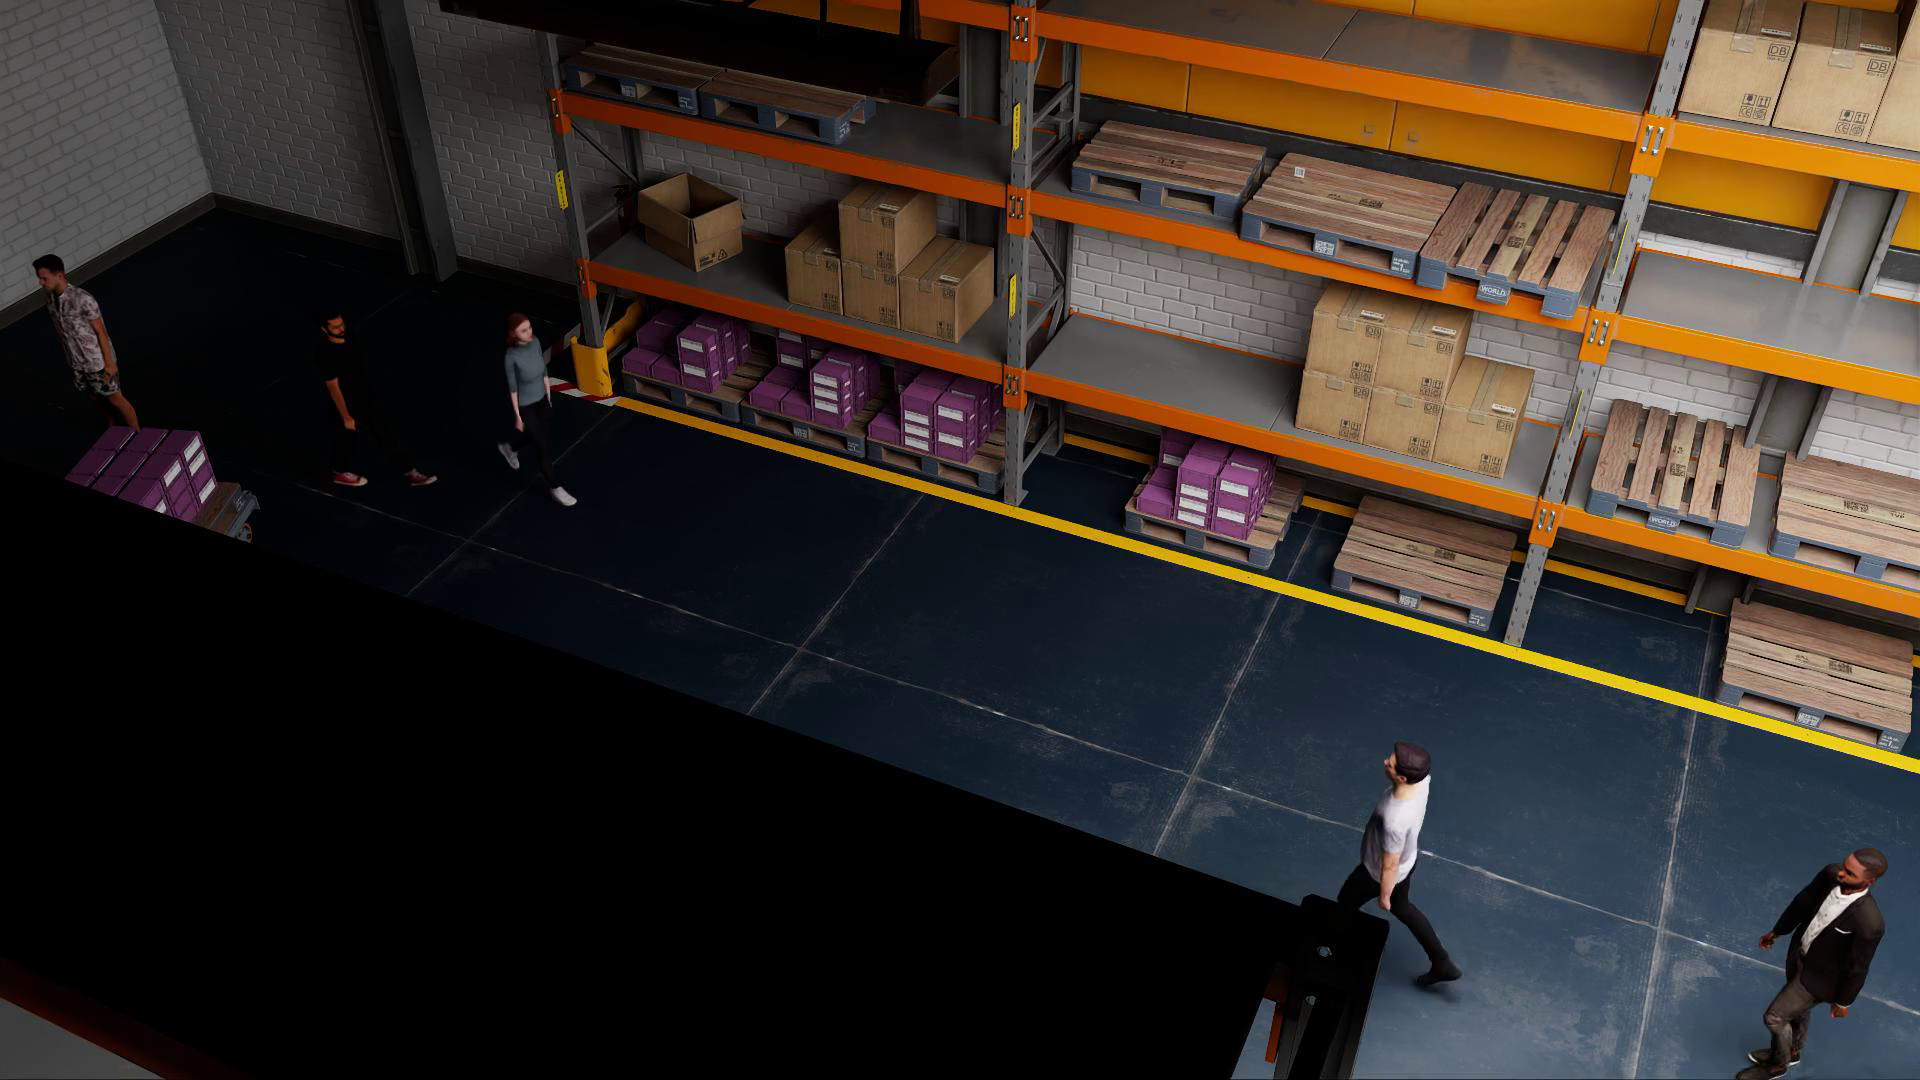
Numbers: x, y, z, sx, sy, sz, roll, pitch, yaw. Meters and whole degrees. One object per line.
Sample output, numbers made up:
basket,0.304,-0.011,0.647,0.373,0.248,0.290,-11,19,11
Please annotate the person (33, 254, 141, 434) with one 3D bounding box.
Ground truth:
person,-7.104,-1.533,13.594,0.510,1.811,0.731,15,41,18

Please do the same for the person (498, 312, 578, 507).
person,-3.424,-1.050,13.057,0.997,1.725,0.612,19,42,22

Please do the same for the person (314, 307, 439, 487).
person,-4.865,-1.070,13.099,1.201,1.705,0.814,7,39,9

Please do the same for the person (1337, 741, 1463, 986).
person,2.492,1.857,9.332,1.242,1.831,0.819,24,45,27

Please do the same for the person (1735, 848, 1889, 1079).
person,4.654,2.259,8.862,0.795,1.788,0.783,1,39,1
